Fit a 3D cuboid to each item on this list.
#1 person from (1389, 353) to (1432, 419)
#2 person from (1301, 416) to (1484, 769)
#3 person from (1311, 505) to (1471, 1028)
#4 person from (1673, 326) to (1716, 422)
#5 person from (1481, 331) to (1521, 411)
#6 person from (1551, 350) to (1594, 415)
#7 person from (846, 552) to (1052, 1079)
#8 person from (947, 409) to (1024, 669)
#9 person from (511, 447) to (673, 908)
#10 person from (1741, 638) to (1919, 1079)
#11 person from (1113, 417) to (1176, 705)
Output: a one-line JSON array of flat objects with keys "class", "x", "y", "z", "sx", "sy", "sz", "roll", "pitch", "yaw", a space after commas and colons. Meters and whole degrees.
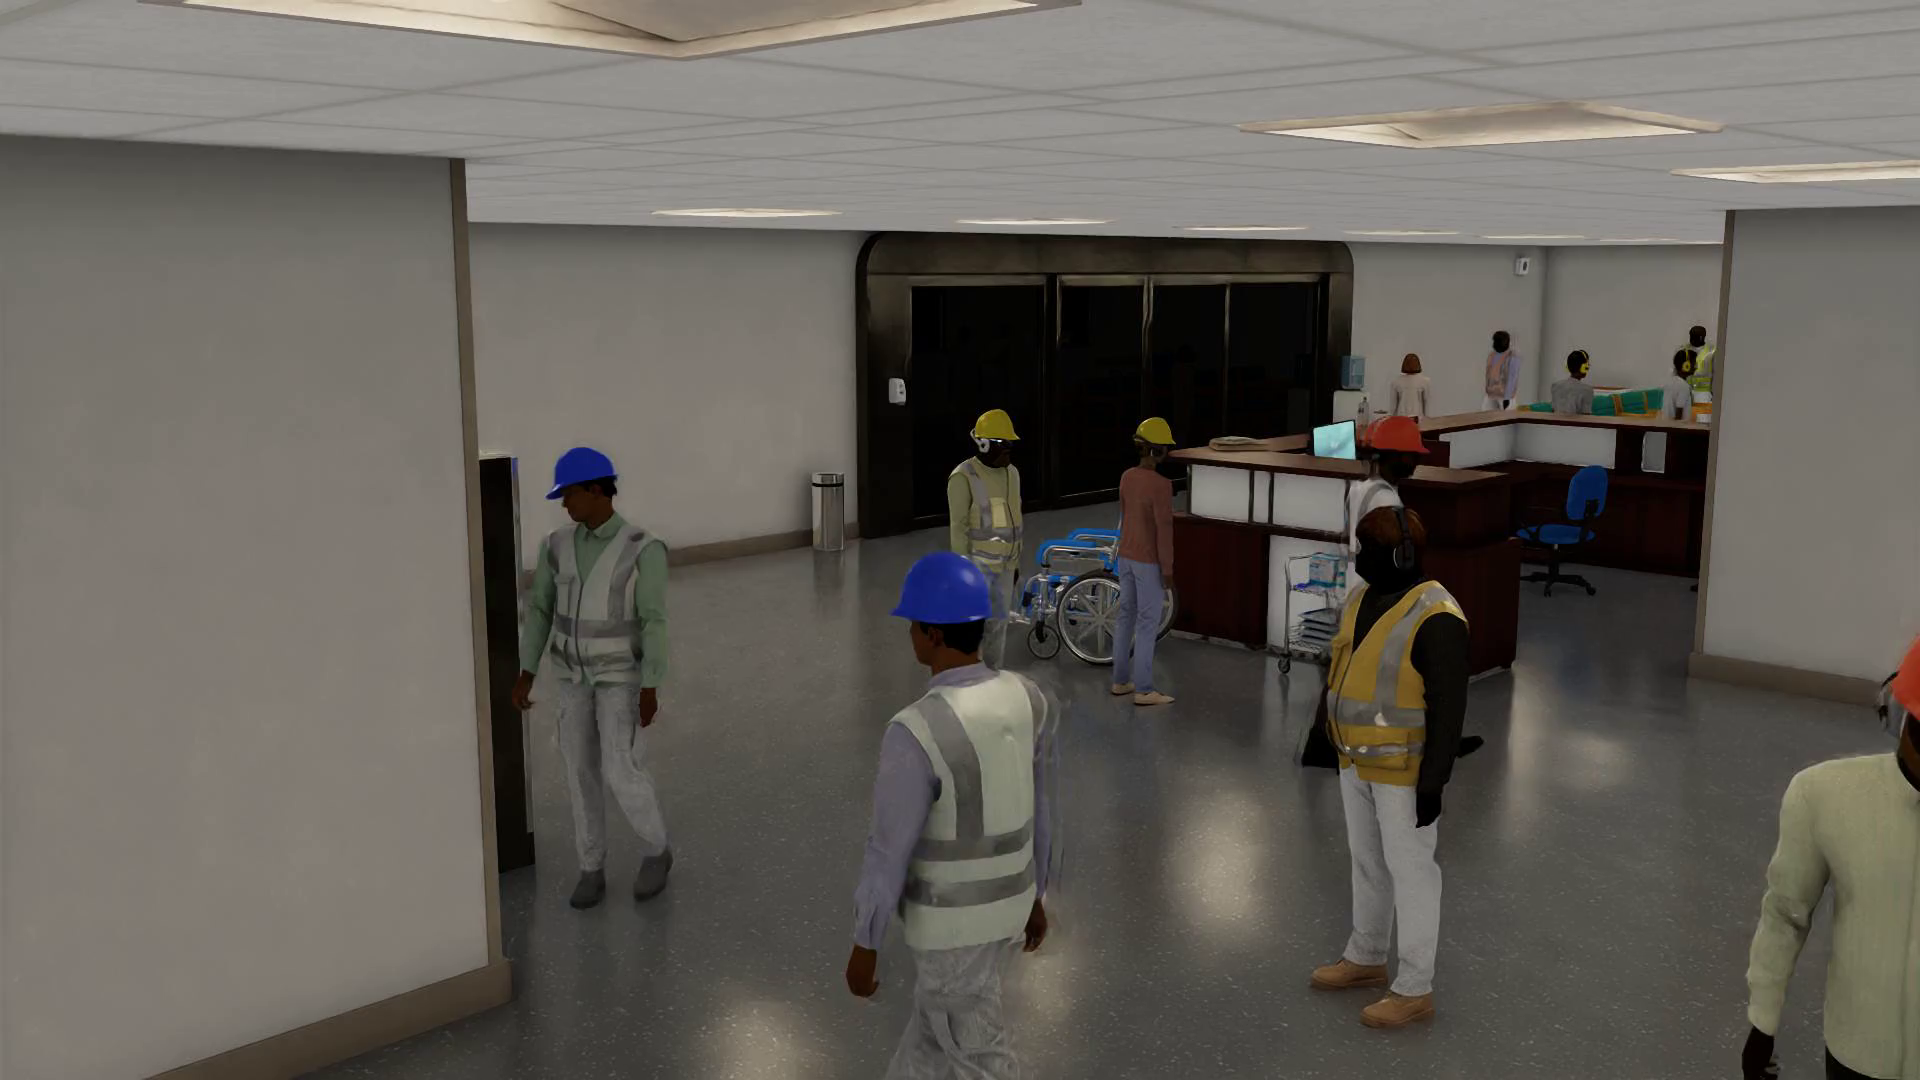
[{"class": "person", "x": 5.489, "y": -1.459, "z": 20.291, "sx": 0.500, "sy": 1.636, "sz": 0.286, "roll": 4, "pitch": 10, "yaw": 21}, {"class": "person", "x": 2.284, "y": 0.298, "z": 8.730, "sx": 0.988, "sy": 1.884, "sz": 0.550, "roll": 2, "pitch": 9, "yaw": 12}, {"class": "person", "x": 1.509, "y": 0.788, "z": 5.886, "sx": 0.429, "sy": 1.842, "sz": 0.629, "roll": -3, "pitch": 10, "yaw": -17}, {"class": "person", "x": 10.672, "y": -2.191, "z": 24.169, "sx": 0.633, "sy": 1.837, "sz": 0.428, "roll": 7, "pitch": 12, "yaw": 38}, {"class": "person", "x": 7.449, "y": -2.000, "z": 23.122, "sx": 0.954, "sy": 1.791, "sz": 0.662, "roll": -4, "pitch": 10, "yaw": -21}, {"class": "person", "x": 6.066, "y": -0.955, "z": 16.542, "sx": 0.331, "sy": 1.861, "sz": 0.499, "roll": -6, "pitch": 11, "yaw": -33}, {"class": "person", "x": -0.114, "y": 0.975, "z": 4.519, "sx": 0.937, "sy": 1.905, "sz": 0.639, "roll": 6, "pitch": 11, "yaw": 33}, {"class": "person", "x": 0.179, "y": 0.126, "z": 10.021, "sx": 0.403, "sy": 1.827, "sz": 0.590, "roll": 8, "pitch": 12, "yaw": 42}, {"class": "person", "x": -1.521, "y": 0.581, "z": 6.926, "sx": 0.644, "sy": 1.915, "sz": 0.548, "roll": 4, "pitch": 10, "yaw": 24}, {"class": "person", "x": 2.059, "y": 1.116, "z": 3.598, "sx": 0.714, "sy": 1.917, "sz": 1.034, "roll": 8, "pitch": 12, "yaw": 39}, {"class": "person", "x": 1.154, "y": 0.127, "z": 10.205, "sx": 0.343, "sy": 1.757, "sz": 0.520, "roll": -5, "pitch": 10, "yaw": -26}]
